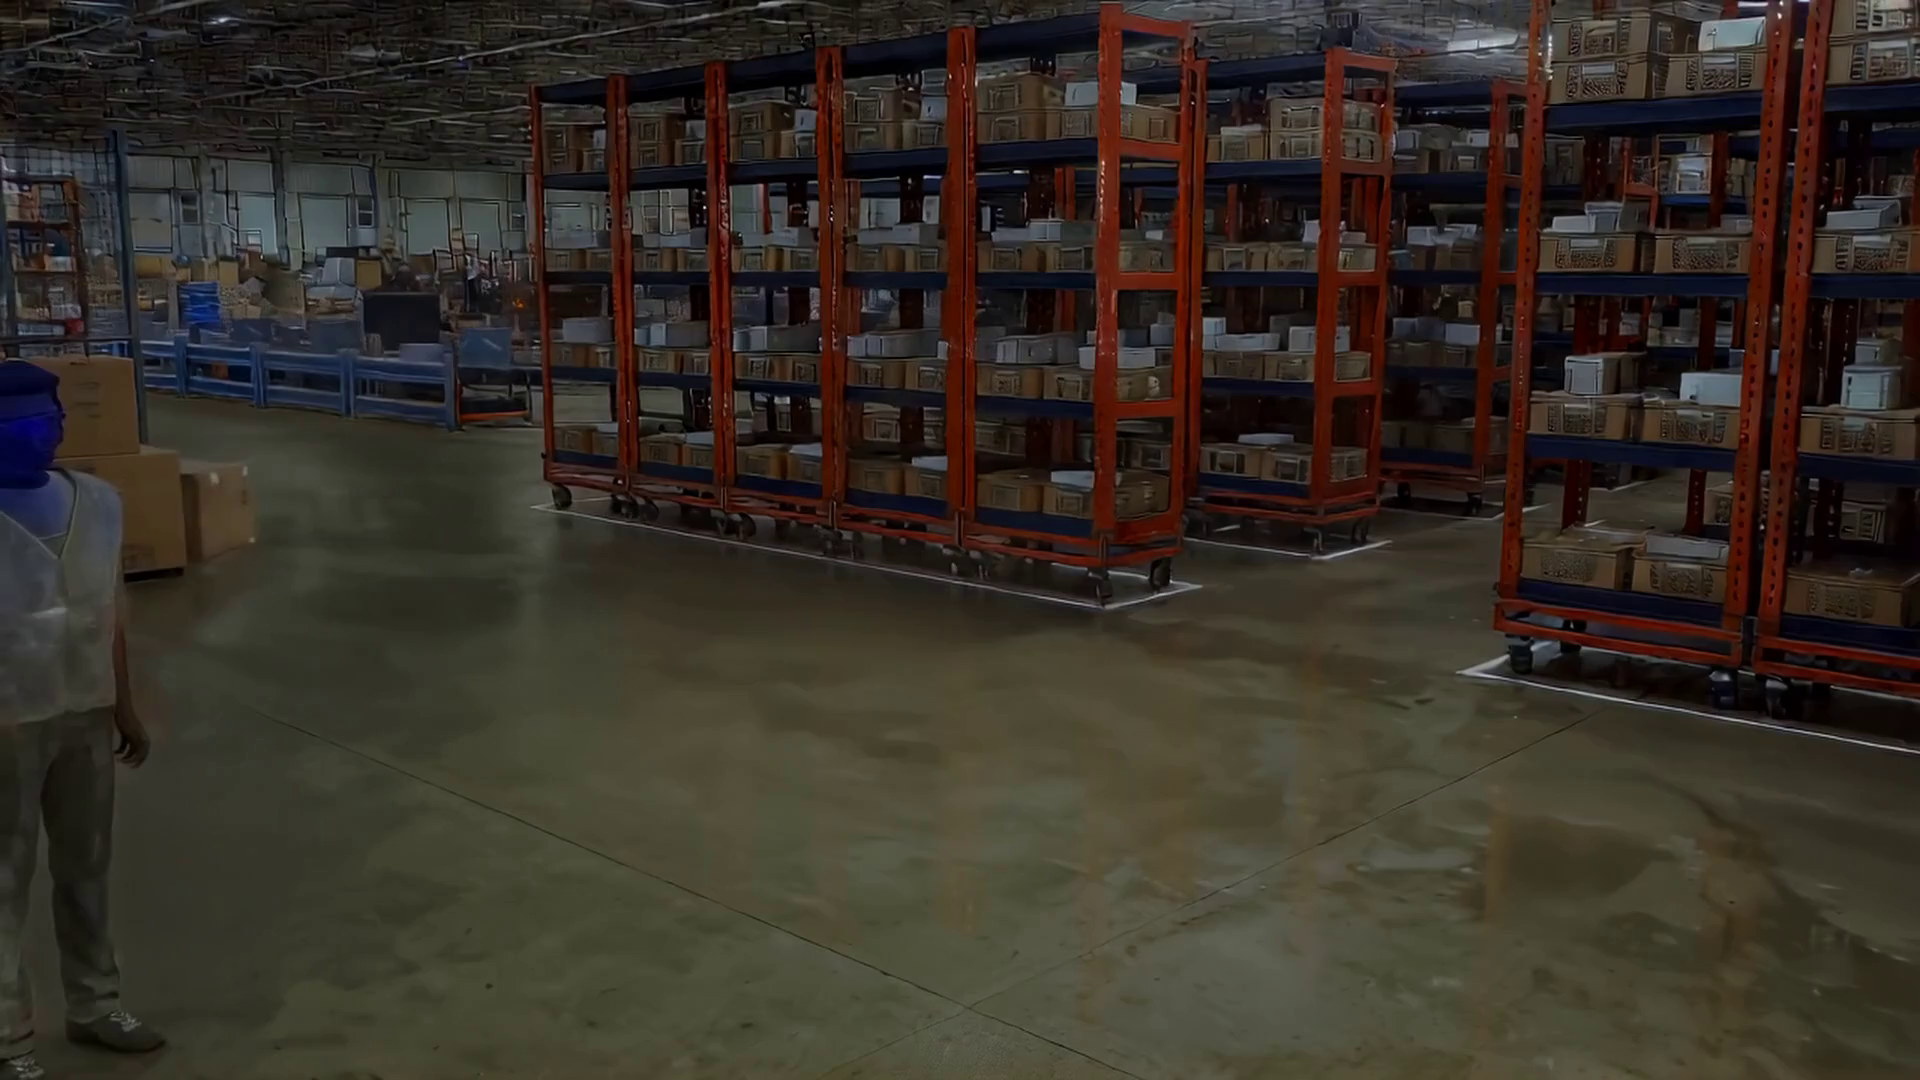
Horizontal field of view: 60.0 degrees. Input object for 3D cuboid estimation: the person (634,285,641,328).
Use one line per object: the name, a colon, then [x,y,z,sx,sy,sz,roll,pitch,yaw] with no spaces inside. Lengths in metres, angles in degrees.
person: [-10.363,-7.488,53.170,0.857,1.797,0.600,8,12,40]

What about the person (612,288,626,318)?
person: [-8.288,-5.472,40.894,0.525,1.772,0.305,1,9,5]

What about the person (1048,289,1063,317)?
person: [1.408,-2.977,25.444,0.595,1.821,0.403,3,10,16]

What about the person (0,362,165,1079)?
person: [-2.349,0.470,4.223,0.376,1.844,0.572,4,10,24]

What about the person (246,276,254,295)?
person: [-24.617,-8.283,57.950,0.929,1.821,0.619,-4,10,-23]

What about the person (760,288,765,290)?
person: [-7.729,-9.389,64.633,0.609,1.858,0.530,-4,10,-24]

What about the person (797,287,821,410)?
person: [-1.928,-2.249,20.713,0.403,1.906,0.652,-8,12,-39]

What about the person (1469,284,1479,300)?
person: [14.073,-6.210,44.969,0.647,1.918,0.573,-5,11,-30]

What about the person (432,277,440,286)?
person: [-25.398,-11.933,80.778,0.521,1.679,0.552,7,11,36]

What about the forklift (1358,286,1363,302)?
forklift: [11.100,-7.017,46.970,1.873,2.768,1.129,9,13,43]

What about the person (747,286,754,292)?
person: [-8.949,-10.476,71.860,0.771,1.663,0.555,1,9,9]

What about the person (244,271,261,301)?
person: [-26.908,-9.236,63.301,0.608,1.989,0.386,-3,10,-20]

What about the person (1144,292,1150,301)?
person: [7.015,-9.022,62.882,0.317,1.695,0.540,1,9,4]

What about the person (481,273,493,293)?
person: [-23.199,-12.165,81.604,0.584,1.896,0.956,-3,10,-19]
